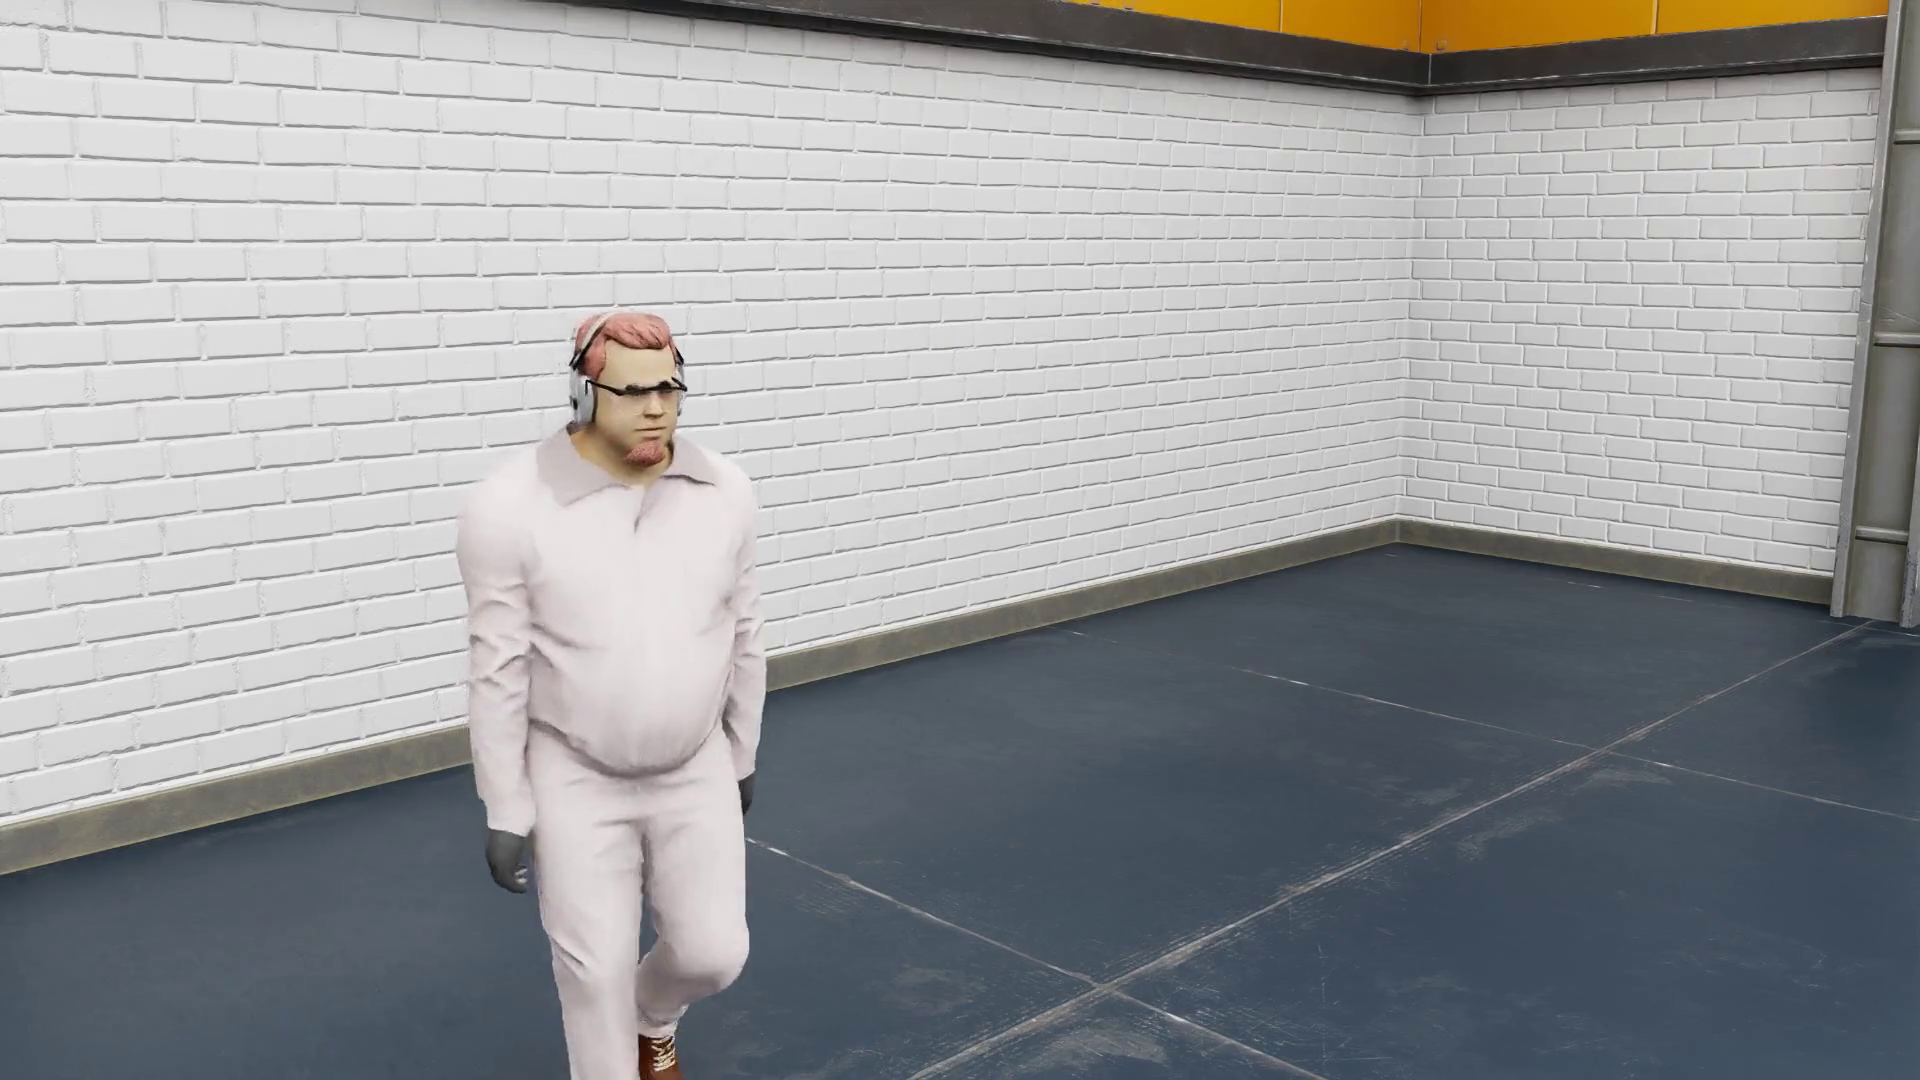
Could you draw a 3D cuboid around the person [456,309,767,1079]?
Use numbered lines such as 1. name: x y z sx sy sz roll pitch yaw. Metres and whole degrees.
1. person: -0.701 0.465 3.437 0.641 1.886 0.552 -6 12 -29
